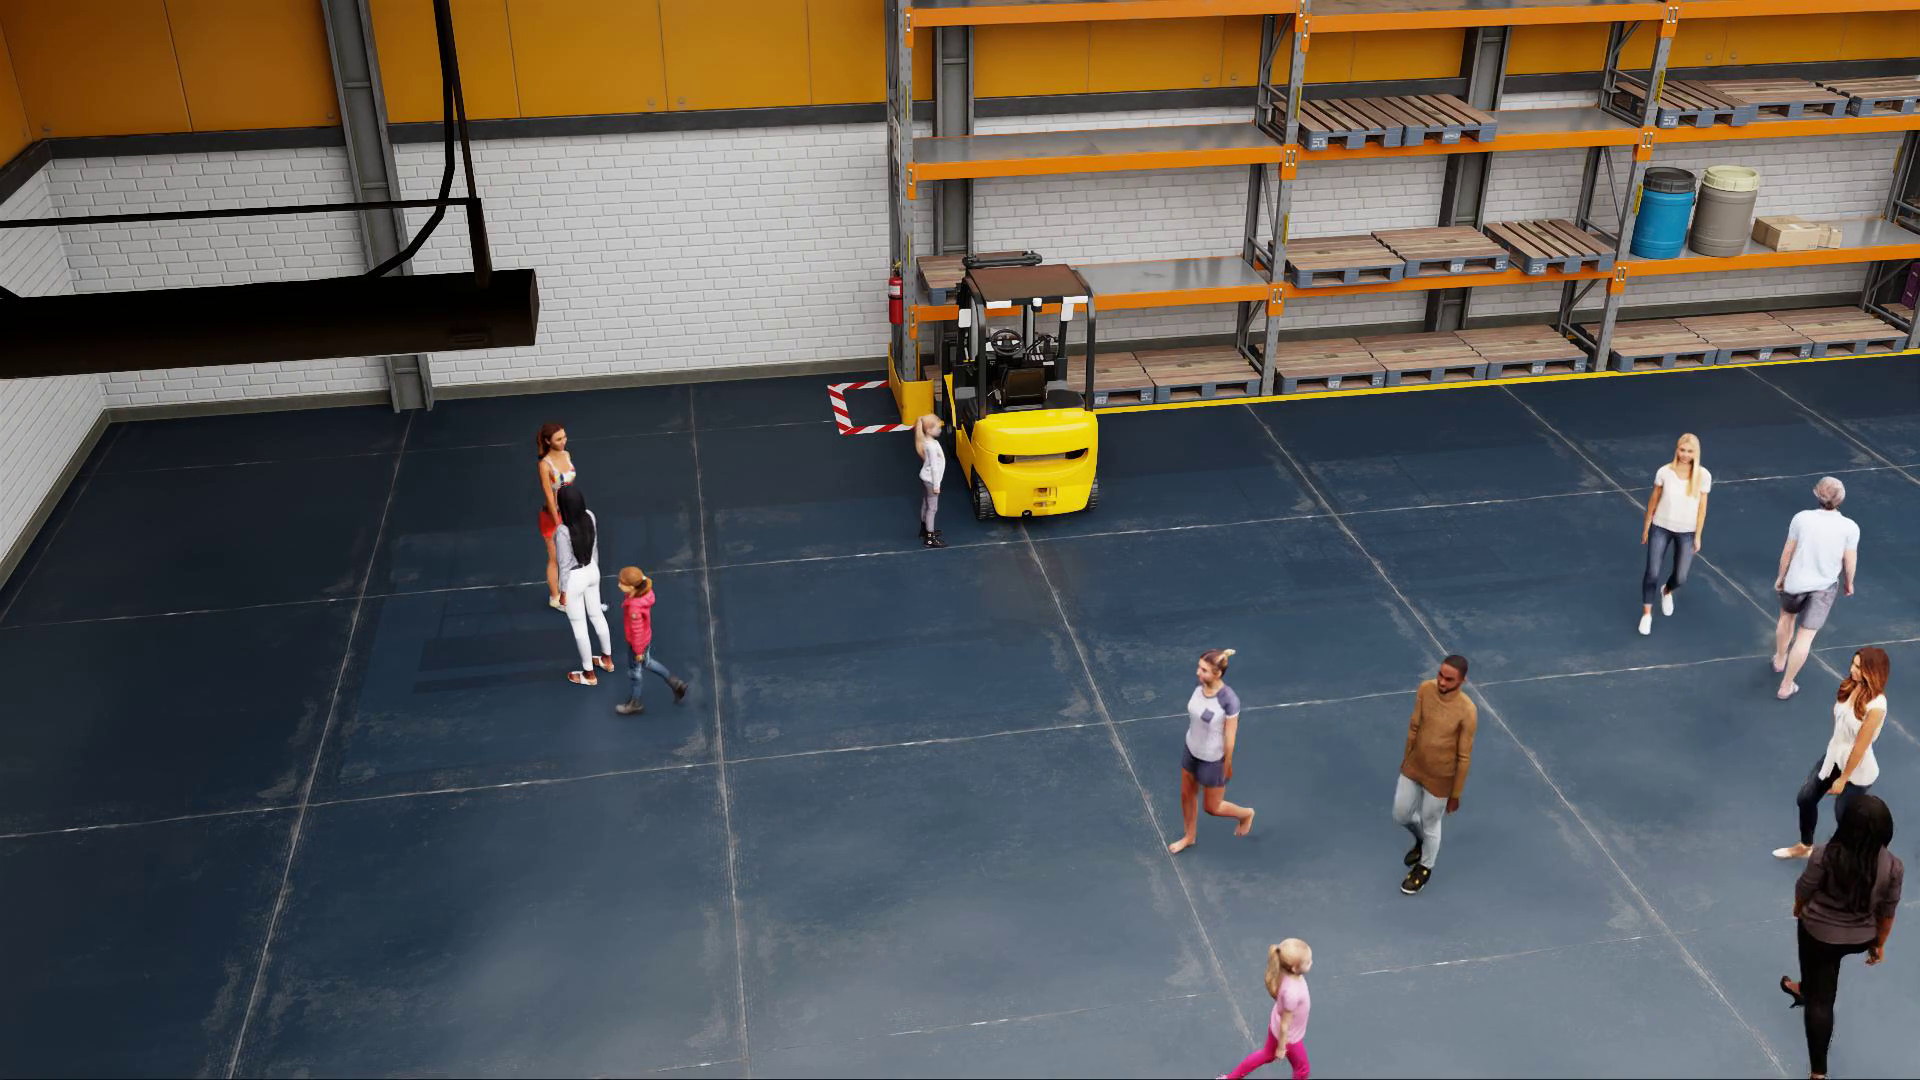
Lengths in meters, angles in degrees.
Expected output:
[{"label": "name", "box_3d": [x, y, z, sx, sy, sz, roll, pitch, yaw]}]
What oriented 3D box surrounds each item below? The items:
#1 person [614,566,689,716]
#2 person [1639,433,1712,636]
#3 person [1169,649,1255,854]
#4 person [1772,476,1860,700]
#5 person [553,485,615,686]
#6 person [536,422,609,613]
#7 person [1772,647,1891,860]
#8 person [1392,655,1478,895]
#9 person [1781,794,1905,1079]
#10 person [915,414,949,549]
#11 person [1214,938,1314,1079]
[{"label": "person", "box_3d": [-2.397, 0.772, 12.762, 0.837, 1.303, 0.597, -1, 29, -1]}, {"label": "person", "box_3d": [5.918, -0.085, 13.814, 0.804, 1.799, 0.852, 11, 31, 20]}, {"label": "person", "box_3d": [1.737, 1.424, 11.246, 0.905, 1.609, 0.729, -15, 32, -25]}, {"label": "person", "box_3d": [6.557, 0.412, 12.897, 0.957, 1.805, 1.028, 24, 37, 36]}, {"label": "person", "box_3d": [-2.997, 0.337, 13.119, 0.703, 1.724, 0.666, 15, 32, 25]}, {"label": "person", "box_3d": [-3.446, -0.185, 14.027, 0.896, 1.770, 0.818, 16, 32, 26]}, {"label": "person", "box_3d": [5.945, 1.484, 10.968, 0.675, 1.770, 0.631, -4, 29, -7]}, {"label": "person", "box_3d": [3.154, 1.494, 10.914, 0.838, 1.804, 0.798, -21, 35, -33]}, {"label": "person", "box_3d": [4.967, 2.344, 9.388, 1.219, 1.773, 0.913, 3, 29, 6]}, {"label": "person", "box_3d": [-0.272, -0.558, 15.225, 0.490, 1.278, 0.497, -6, 29, -11]}, {"label": "person", "box_3d": [1.756, 2.712, 9.256, 0.954, 1.253, 0.668, 3, 29, 6]}]
